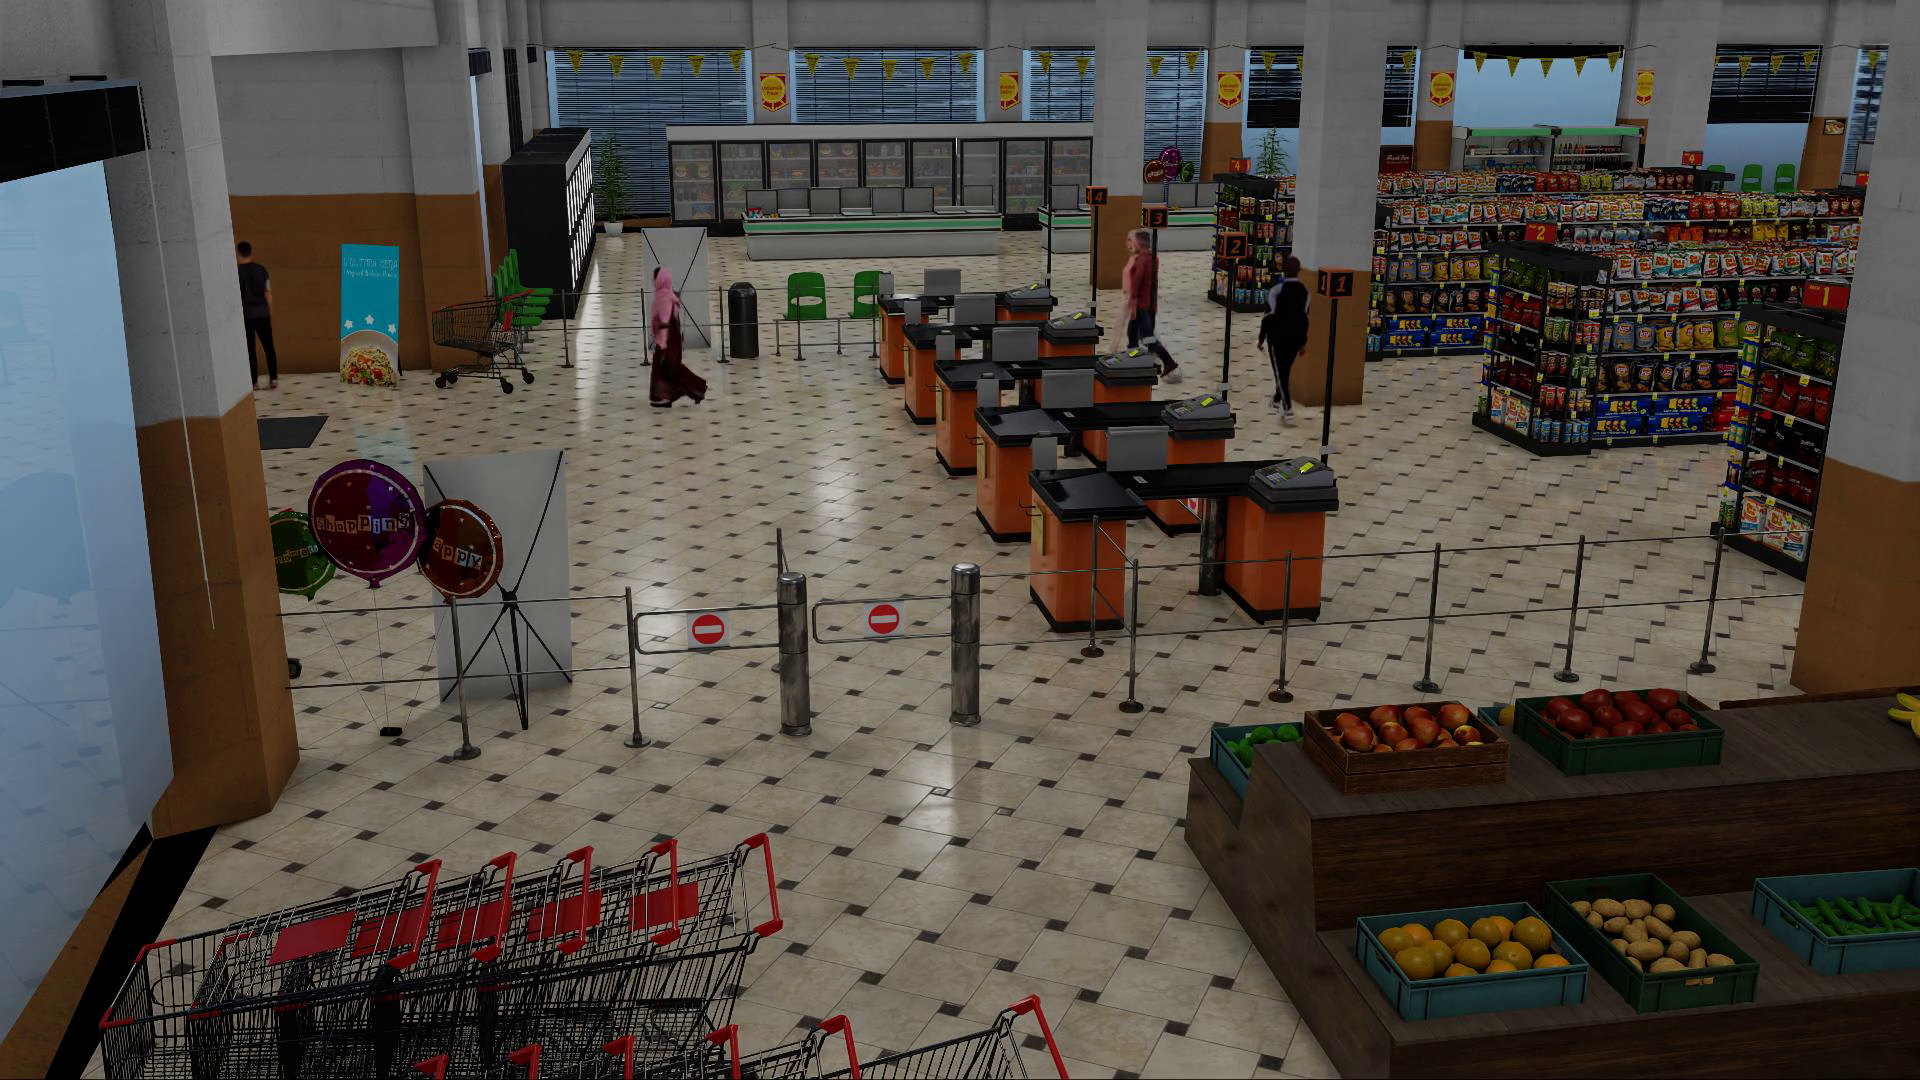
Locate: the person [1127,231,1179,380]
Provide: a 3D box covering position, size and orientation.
[{"bbox_3d":[2.347,-2.869,20.527,1.291,1.794,1.178,9,19,27],"label":"person"}]

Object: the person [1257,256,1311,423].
[{"bbox_3d":[3.584,-2.177,18.238,1.120,1.801,0.802,-5,17,-15],"label":"person"}]

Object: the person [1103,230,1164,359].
[{"bbox_3d":[2.363,-3.136,21.607,1.170,1.679,0.693,-5,18,-16],"label":"person"}]

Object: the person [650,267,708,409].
[{"bbox_3d":[-3.244,-2.288,18.910,0.884,1.622,0.652,-3,17,-8],"label":"person"}]

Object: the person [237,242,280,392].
[{"bbox_3d":[-8.507,-2.697,20.016,0.655,1.763,0.779,-14,22,-39],"label":"person"}]
